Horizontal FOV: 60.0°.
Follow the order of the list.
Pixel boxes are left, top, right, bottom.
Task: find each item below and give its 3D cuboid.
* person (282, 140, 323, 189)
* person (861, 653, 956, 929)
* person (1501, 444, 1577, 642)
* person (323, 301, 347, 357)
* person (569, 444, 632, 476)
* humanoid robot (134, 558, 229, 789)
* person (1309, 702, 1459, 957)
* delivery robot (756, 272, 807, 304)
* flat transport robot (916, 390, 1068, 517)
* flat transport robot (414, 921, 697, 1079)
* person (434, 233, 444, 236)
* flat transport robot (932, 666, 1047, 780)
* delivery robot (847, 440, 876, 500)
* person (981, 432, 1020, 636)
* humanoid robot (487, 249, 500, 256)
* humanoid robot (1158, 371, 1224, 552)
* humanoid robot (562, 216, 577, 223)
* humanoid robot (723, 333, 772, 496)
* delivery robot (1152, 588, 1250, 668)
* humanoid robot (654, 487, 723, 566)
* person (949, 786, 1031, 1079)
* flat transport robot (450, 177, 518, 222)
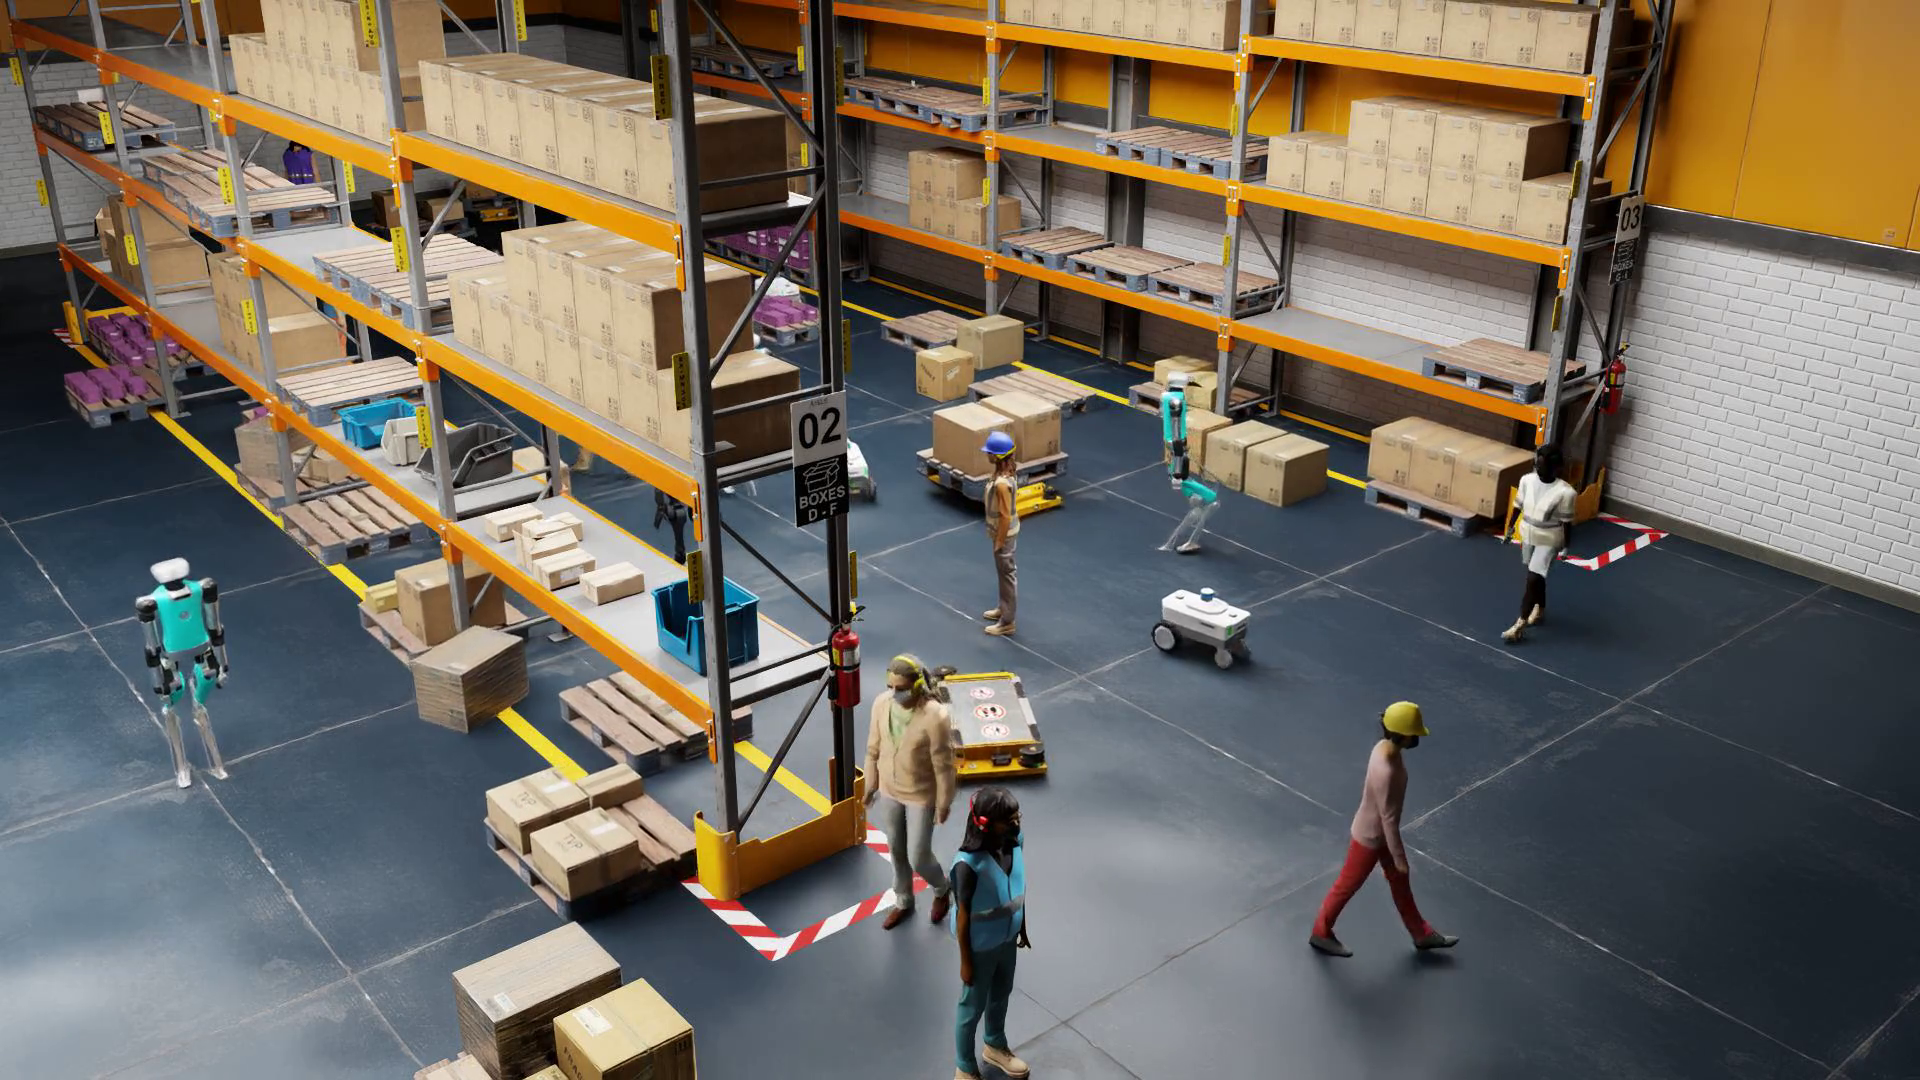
[{"bbox_3d":[-10.430,-5.583,26.488,0.546,1.930,0.416,-1,23,-2],"label":"person"},{"bbox_3d":[-0.307,1.520,10.115,0.578,1.861,0.441,15,28,31],"label":"person"},{"bbox_3d":[4.740,0.016,13.826,0.786,1.661,0.551,-14,27,-29],"label":"person"},{"bbox_3d":[-7.536,-2.763,20.151,0.329,1.767,0.493,-10,25,-21],"label":"person"},{"bbox_3d":[-3.752,-1.454,17.186,0.812,1.718,0.572,2,23,4],"label":"person"},{"bbox_3d":[-5.467,0.896,11.680,0.533,1.770,0.680,-21,31,-40],"label":"humanoid robot"},{"bbox_3d":[2.544,1.742,9.776,0.894,1.723,0.544,9,25,20],"label":"person"},{"bbox_3d":[-2.539,-3.452,23.263,0.499,0.585,0.765,-18,29,-36],"label":"delivery robot"},{"bbox_3d":[0.329,-0.578,16.982,0.659,0.231,1.431,-16,28,-33],"label":"flat transport robot"},{"bbox_3d":[-2.079,3.096,8.474,1.431,0.231,0.659,-18,29,-36],"label":"flat transport robot"},{"bbox_3d":[-6.460,-3.044,20.934,0.438,1.661,0.286,16,28,33],"label":"person"},{"bbox_3d":[0.203,1.351,12.516,0.659,0.231,1.431,-3,24,-7],"label":"flat transport robot"},{"bbox_3d":[-1.149,-0.702,16.933,0.499,0.613,0.807,-5,24,-11],"label":"delivery robot"},{"bbox_3d":[0.336,-0.058,13.871,0.325,1.777,0.465,1,23,3],"label":"person"},{"bbox_3d":[-5.528,-2.726,20.216,0.694,1.635,0.611,8,25,18],"label":"humanoid robot"},{"bbox_3d":[2.180,-0.676,15.374,0.752,1.792,0.543,0,23,1],"label":"humanoid robot"},{"bbox_3d":[-5.064,-3.441,21.817,0.599,1.657,0.315,18,29,35],"label":"humanoid robot"},{"bbox_3d":[-2.266,-1.242,16.732,0.760,1.824,0.537,21,31,40],"label":"humanoid robot"},{"bbox_3d":[2.011,0.683,13.693,0.791,0.587,0.499,19,30,37],"label":"delivery robot"},{"bbox_3d":[-2.384,-0.311,14.591,0.614,1.640,0.533,-9,25,-20],"label":"humanoid robot"},{"bbox_3d":[0.151,2.108,8.766,0.390,1.860,0.506,21,31,40],"label":"person"},{"bbox_3d":[-8.181,-5.796,29.065,0.659,0.231,1.431,-12,26,-25],"label":"flat transport robot"}]
